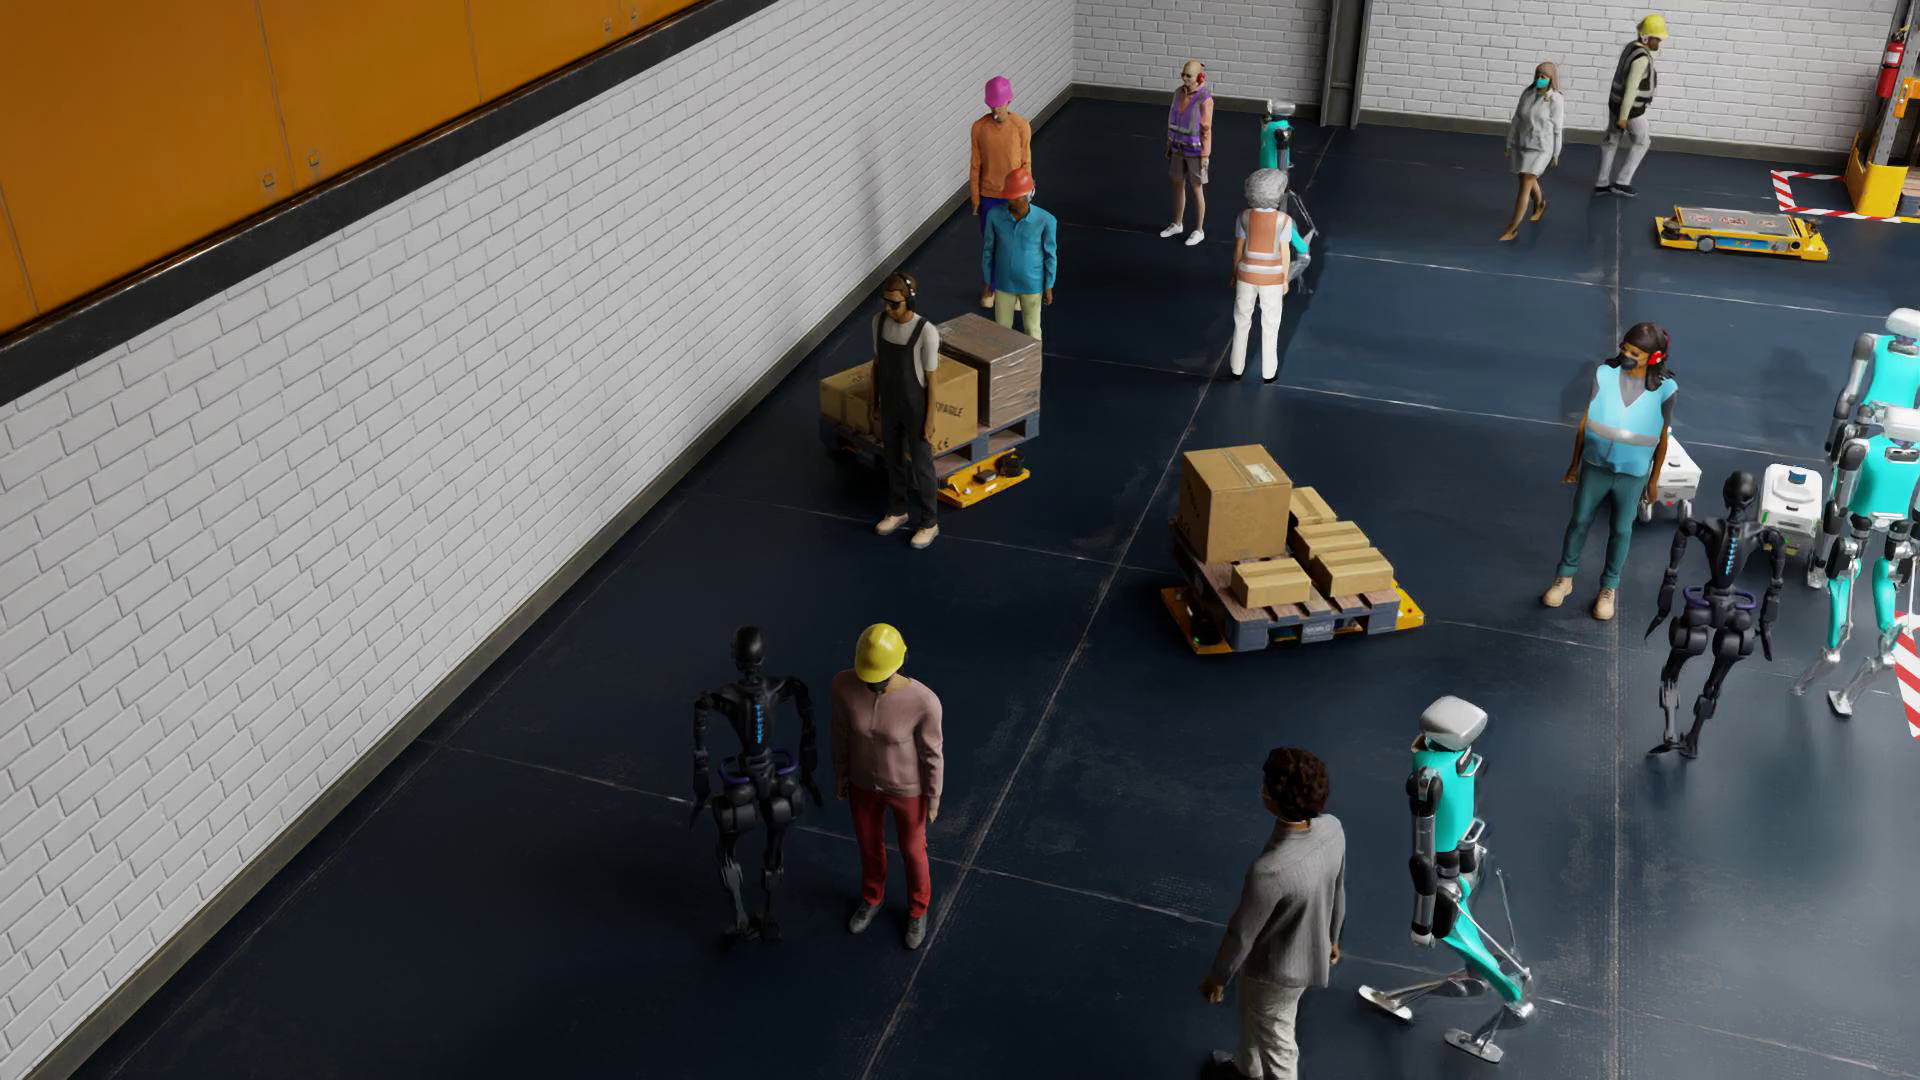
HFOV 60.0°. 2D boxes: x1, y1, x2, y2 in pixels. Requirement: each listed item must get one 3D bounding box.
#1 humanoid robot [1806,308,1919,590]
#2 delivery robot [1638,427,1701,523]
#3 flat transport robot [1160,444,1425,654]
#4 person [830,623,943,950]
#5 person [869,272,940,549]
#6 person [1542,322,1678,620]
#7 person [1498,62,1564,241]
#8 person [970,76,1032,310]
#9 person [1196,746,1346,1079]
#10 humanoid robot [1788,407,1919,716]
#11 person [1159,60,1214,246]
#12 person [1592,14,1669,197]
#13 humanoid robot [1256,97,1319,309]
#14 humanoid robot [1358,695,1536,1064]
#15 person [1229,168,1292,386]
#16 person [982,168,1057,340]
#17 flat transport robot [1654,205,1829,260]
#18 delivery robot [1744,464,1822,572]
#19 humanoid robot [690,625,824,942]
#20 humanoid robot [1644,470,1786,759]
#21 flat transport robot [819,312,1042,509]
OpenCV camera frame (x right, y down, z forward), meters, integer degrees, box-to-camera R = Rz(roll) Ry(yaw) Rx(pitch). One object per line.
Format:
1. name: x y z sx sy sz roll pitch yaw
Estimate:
1. humanoid robot: 5.402 -0.450 9.944 0.540 1.761 0.834 21 36 31
2. delivery robot: 4.664 -0.493 11.170 0.499 0.583 0.765 -1 30 -1
3. flat transport robot: 1.992 0.363 10.008 1.431 0.231 0.659 -7 31 -11
4. person: -0.326 1.089 7.314 0.518 1.752 0.373 11 32 18
5. person: -0.352 -0.830 10.490 0.504 1.838 0.328 21 37 32
6. person: 3.843 -0.411 9.750 0.519 1.865 0.391 17 35 27
7. person: 5.381 -3.658 15.518 0.840 1.631 0.512 -22 37 -33
8. person: 0.334 -2.881 13.855 0.517 1.972 0.405 4 31 6
9. person: 1.150 1.548 6.399 0.579 1.875 0.688 -26 39 -36
10. humanoid robot: 4.845 0.217 8.805 0.538 1.792 0.666 5 31 8
11. person: 2.107 -3.560 15.282 0.348 1.687 0.492 -23 37 -34
12. person: 6.622 -4.254 16.344 0.527 1.805 0.561 -3 31 -6
13. humanoid robot: 2.868 -2.803 14.038 0.788 1.868 0.531 -4 31 -7
14. humanoid robot: 2.080 1.458 6.683 0.945 1.733 0.538 18 35 28
15. person: 2.272 -1.986 12.600 0.445 1.686 0.315 9 32 16
16. person: 0.432 -1.937 12.457 0.569 1.747 0.339 9 32 15
17. flat transport robot: 7.268 -2.861 15.493 1.431 0.231 0.659 8 31 13
18. delivery robot: 5.291 -0.163 10.640 0.499 0.614 0.815 13 33 21
19. humanoid robot: -0.907 1.095 7.371 0.608 1.648 0.315 -11 32 -18
20. humanoid robot: 3.860 0.439 8.488 0.614 1.639 0.454 9 32 15
21. flat transport robot: -0.243 -0.641 11.715 0.659 0.231 1.431 -26 39 -37
